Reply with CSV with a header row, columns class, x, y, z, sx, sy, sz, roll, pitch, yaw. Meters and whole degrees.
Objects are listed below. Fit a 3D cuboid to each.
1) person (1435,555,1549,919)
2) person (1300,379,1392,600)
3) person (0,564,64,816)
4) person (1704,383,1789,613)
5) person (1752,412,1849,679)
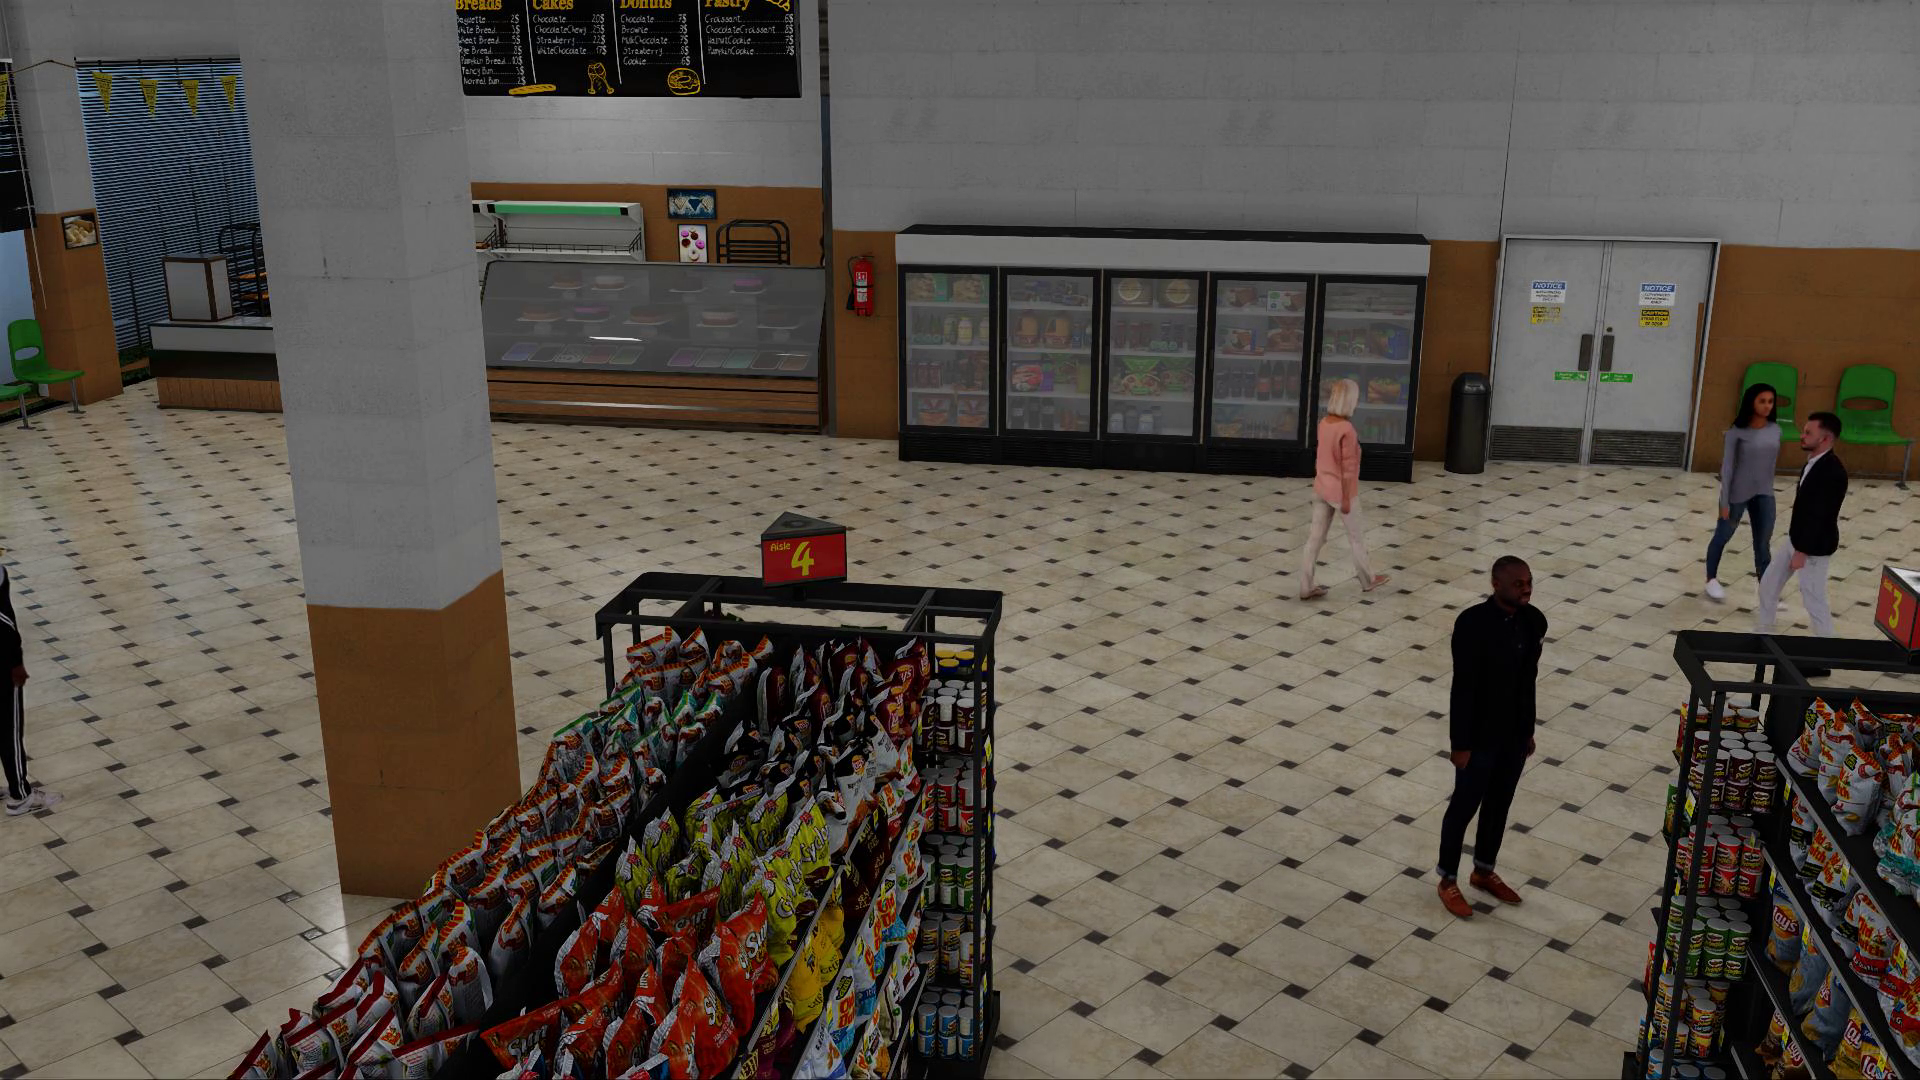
class,x,y,z,sx,sy,sz,roll,pitch,yaw
person,2.599,0.939,8.138,0.788,1.819,0.809,-8,19,-25
person,2.776,-0.356,12.606,1.009,1.700,1.019,-8,19,-24
person,-5.390,0.632,9.133,0.684,1.827,0.595,5,18,17
person,5.863,-0.334,12.537,0.823,1.698,1.151,-1,17,-5
person,5.743,0.062,11.024,0.810,1.819,0.900,5,17,15
